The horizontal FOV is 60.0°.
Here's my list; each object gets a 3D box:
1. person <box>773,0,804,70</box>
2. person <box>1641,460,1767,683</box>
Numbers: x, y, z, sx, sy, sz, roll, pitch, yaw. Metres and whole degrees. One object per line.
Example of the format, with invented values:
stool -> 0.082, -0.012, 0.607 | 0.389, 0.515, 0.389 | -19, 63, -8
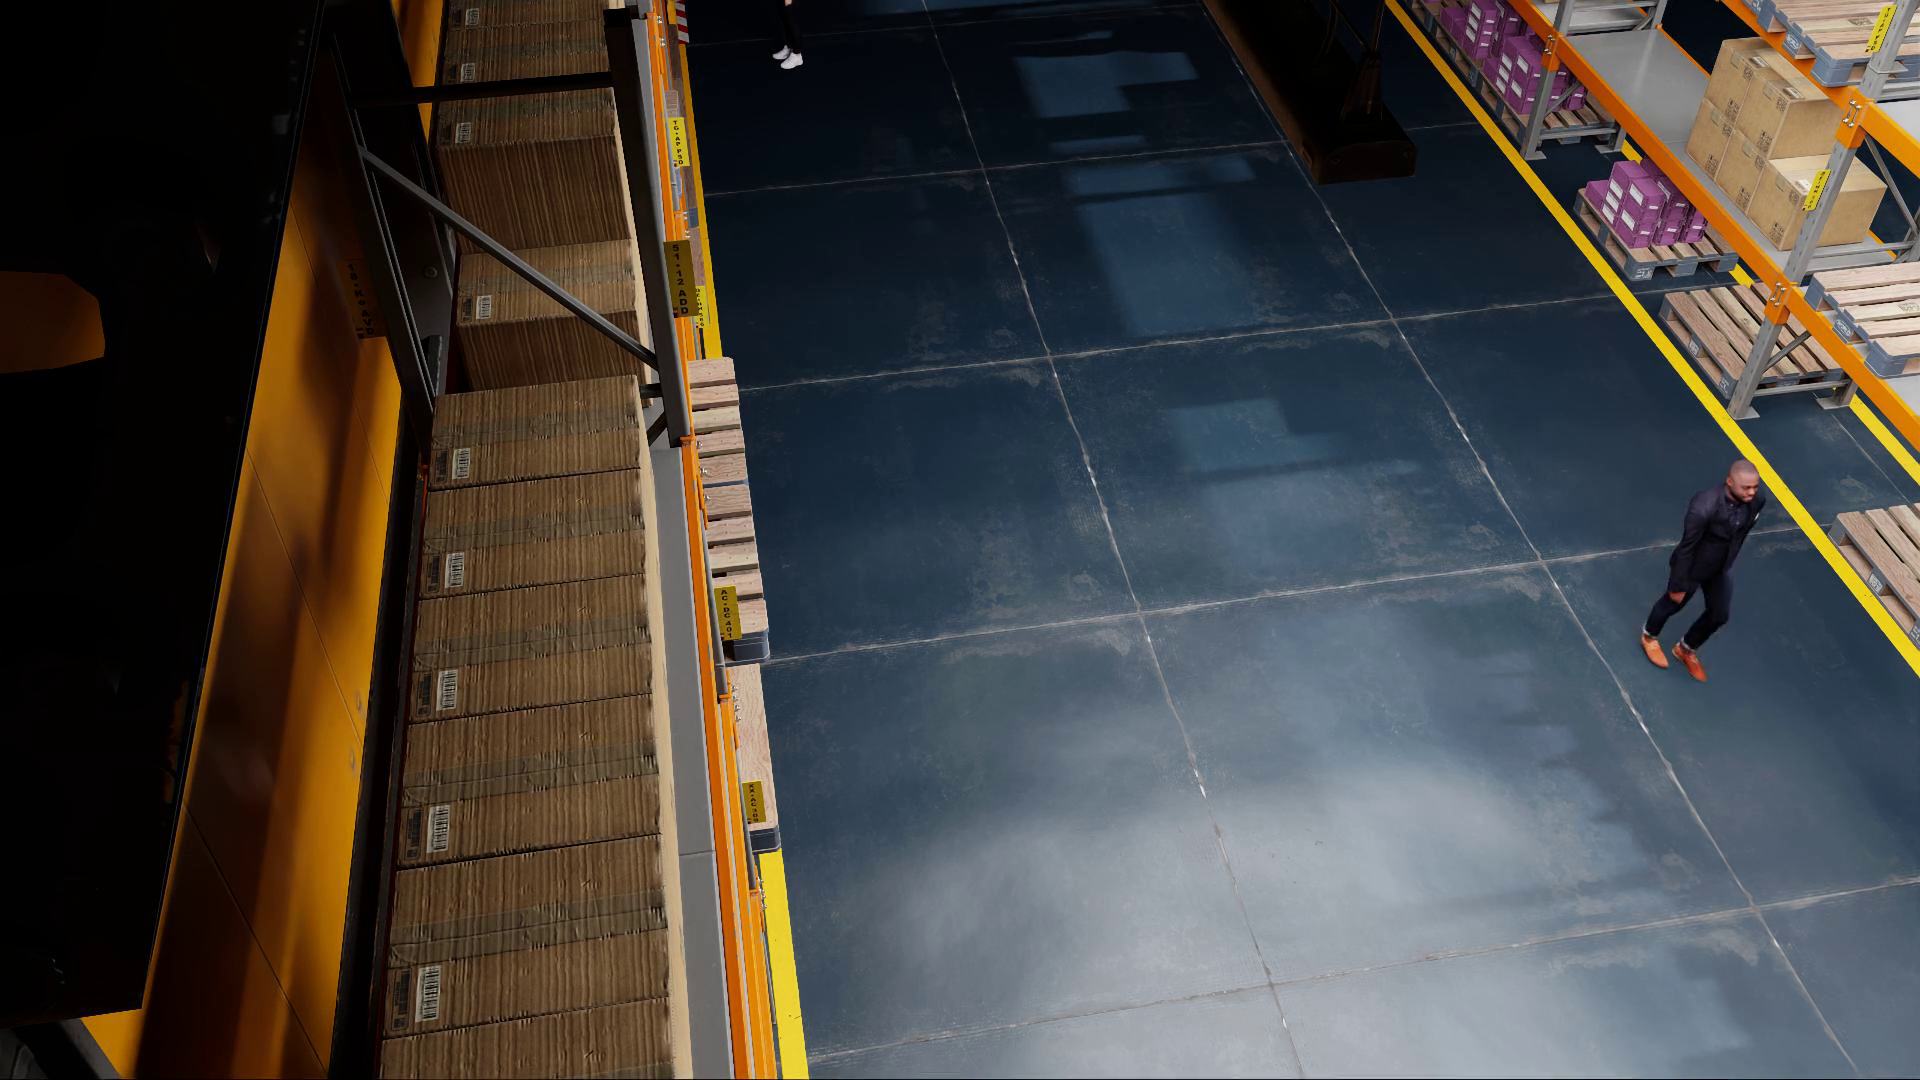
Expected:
person -> -1.770, -5.622, 16.929 | 0.715, 1.639, 0.590 | -16, 46, -16
person -> 4.770, 0.110, 10.794 | 0.759, 1.803, 0.742 | -11, 45, -11
